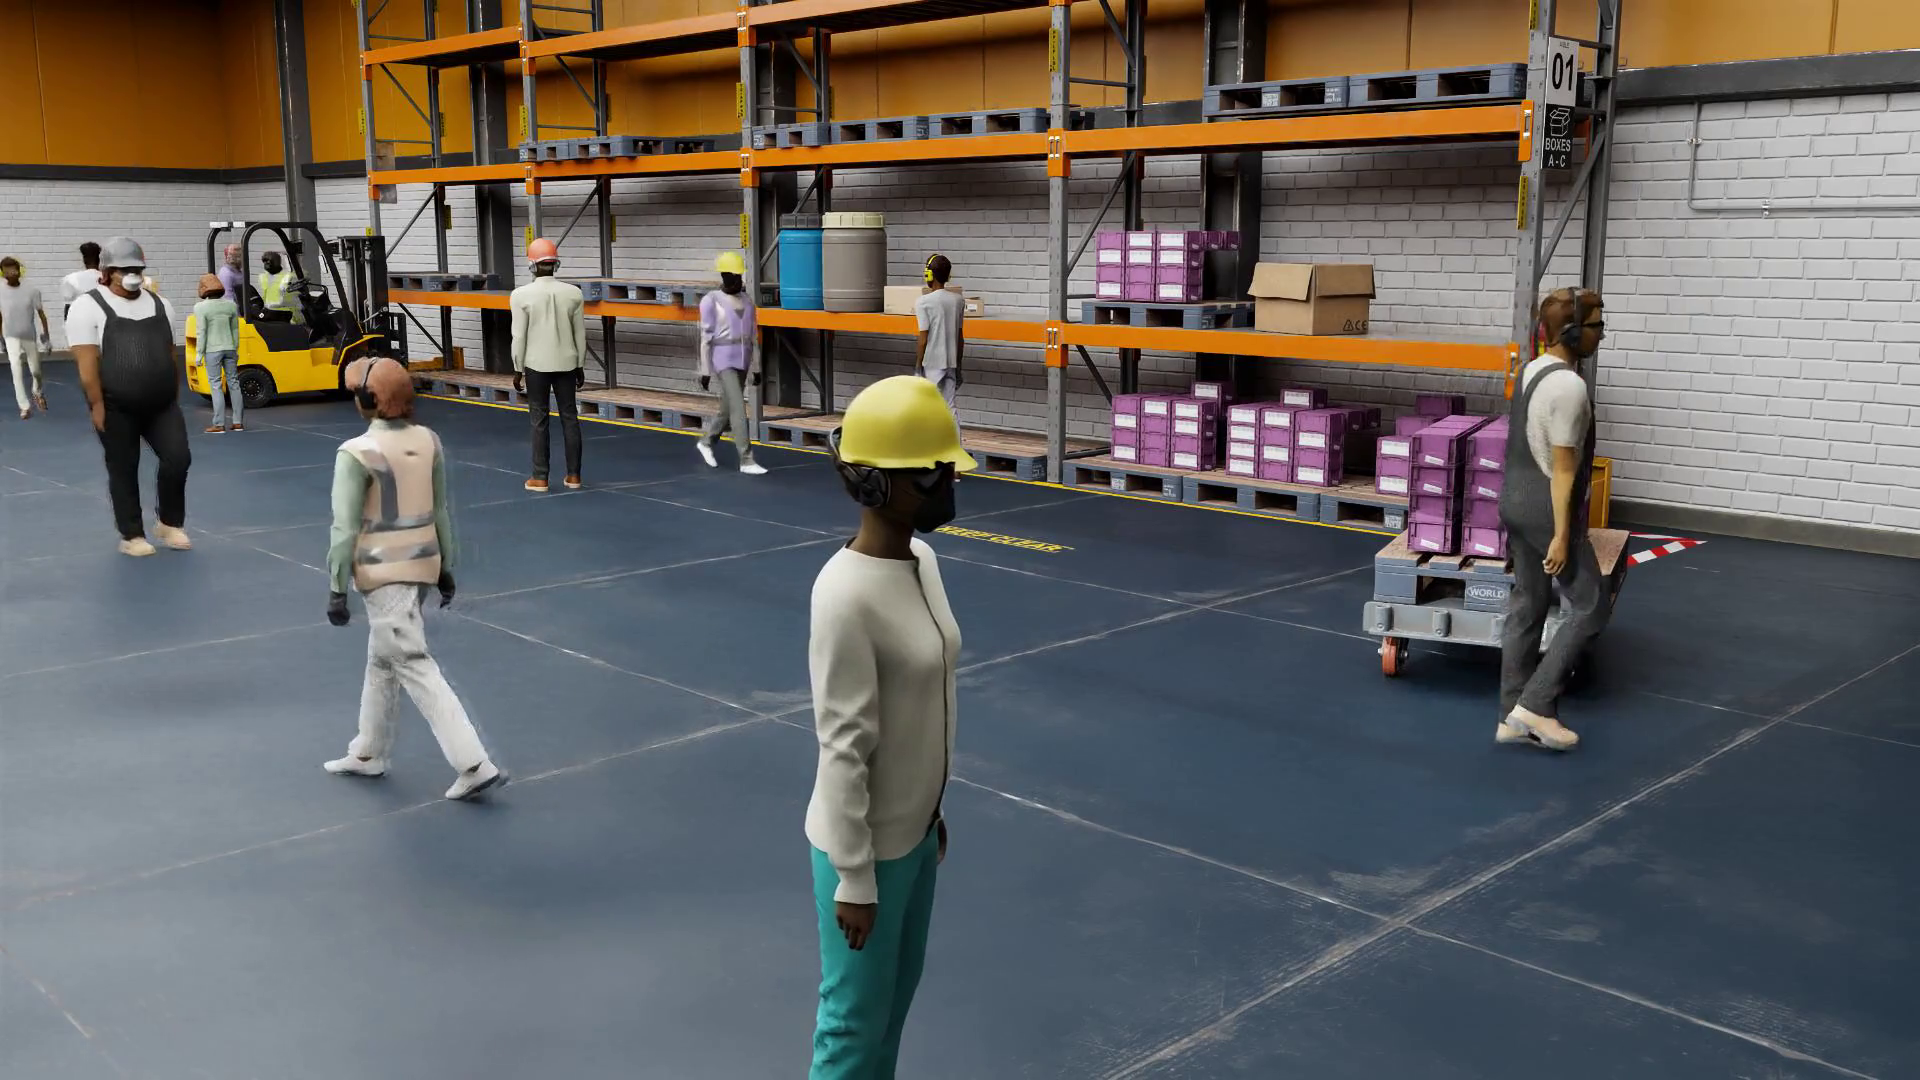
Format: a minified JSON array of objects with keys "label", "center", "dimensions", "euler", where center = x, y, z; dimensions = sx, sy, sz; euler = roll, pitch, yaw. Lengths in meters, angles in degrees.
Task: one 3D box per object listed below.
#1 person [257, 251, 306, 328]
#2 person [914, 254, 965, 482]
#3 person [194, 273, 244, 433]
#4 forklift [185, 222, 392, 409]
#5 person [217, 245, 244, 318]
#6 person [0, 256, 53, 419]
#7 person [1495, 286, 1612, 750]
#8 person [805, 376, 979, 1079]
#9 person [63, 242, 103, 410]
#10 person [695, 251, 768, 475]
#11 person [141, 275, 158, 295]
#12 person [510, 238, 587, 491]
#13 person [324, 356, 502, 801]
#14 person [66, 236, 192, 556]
[{"label":"person","center":[-9.029,-2.895,21.961],"dimensions":[0.638,1.805,0.819],"euler":[5,11,24]},{"label":"person","center":[-0.183,-1.386,13.572],"dimensions":[0.514,1.872,0.328],"euler":[-9,14,-42]},{"label":"person","center":[-7.619,-1.912,17.083],"dimensions":[0.279,1.633,0.498],"euler":[6,12,30]},{"label":"forklift","center":[-8.169,-2.758,20.163],"dimensions":[2.313,2.155,1.214],"euler":[-10,14,-44]},{"label":"person","center":[-9.107,-2.766,21.003],"dimensions":[0.399,1.907,0.664],"euler":[-2,11,-9]},{"label":"person","center":[-10.511,-2.285,18.680],"dimensions":[0.545,1.811,0.972],"euler":[-5,11,-25]},{"label":"person","center":[2.330,-0.069,6.514],"dimensions":[0.411,1.831,0.506],"euler":[-1,10,-7]},{"label":"person","center":[-0.121,0.568,3.199],"dimensions":[0.325,1.767,0.533],"euler":[3,11,15]},{"label":"person","center":[-9.752,-2.388,18.800],"dimensions":[0.651,1.942,0.457],"euler":[-4,11,-20]},{"label":"person","center":[-2.006,-1.530,14.302],"dimensions":[0.921,1.896,0.596],"euler":[8,13,37]},{"label":"person","center":[-9.076,-2.283,18.345],"dimensions":[0.547,1.905,0.784],"euler":[-7,13,-35]},{"label":"person","center":[-3.261,-1.384,13.209],"dimensions":[0.611,1.997,0.375],"euler":[-7,13,-34]},{"label":"person","center":[-2.004,0.138,5.989],"dimensions":[0.837,1.603,0.526],"euler":[4,11,19]},{"label":"person","center":[-5.196,-0.905,10.481],"dimensions":[0.549,2.000,0.692],"euler":[9,14,40]}]
